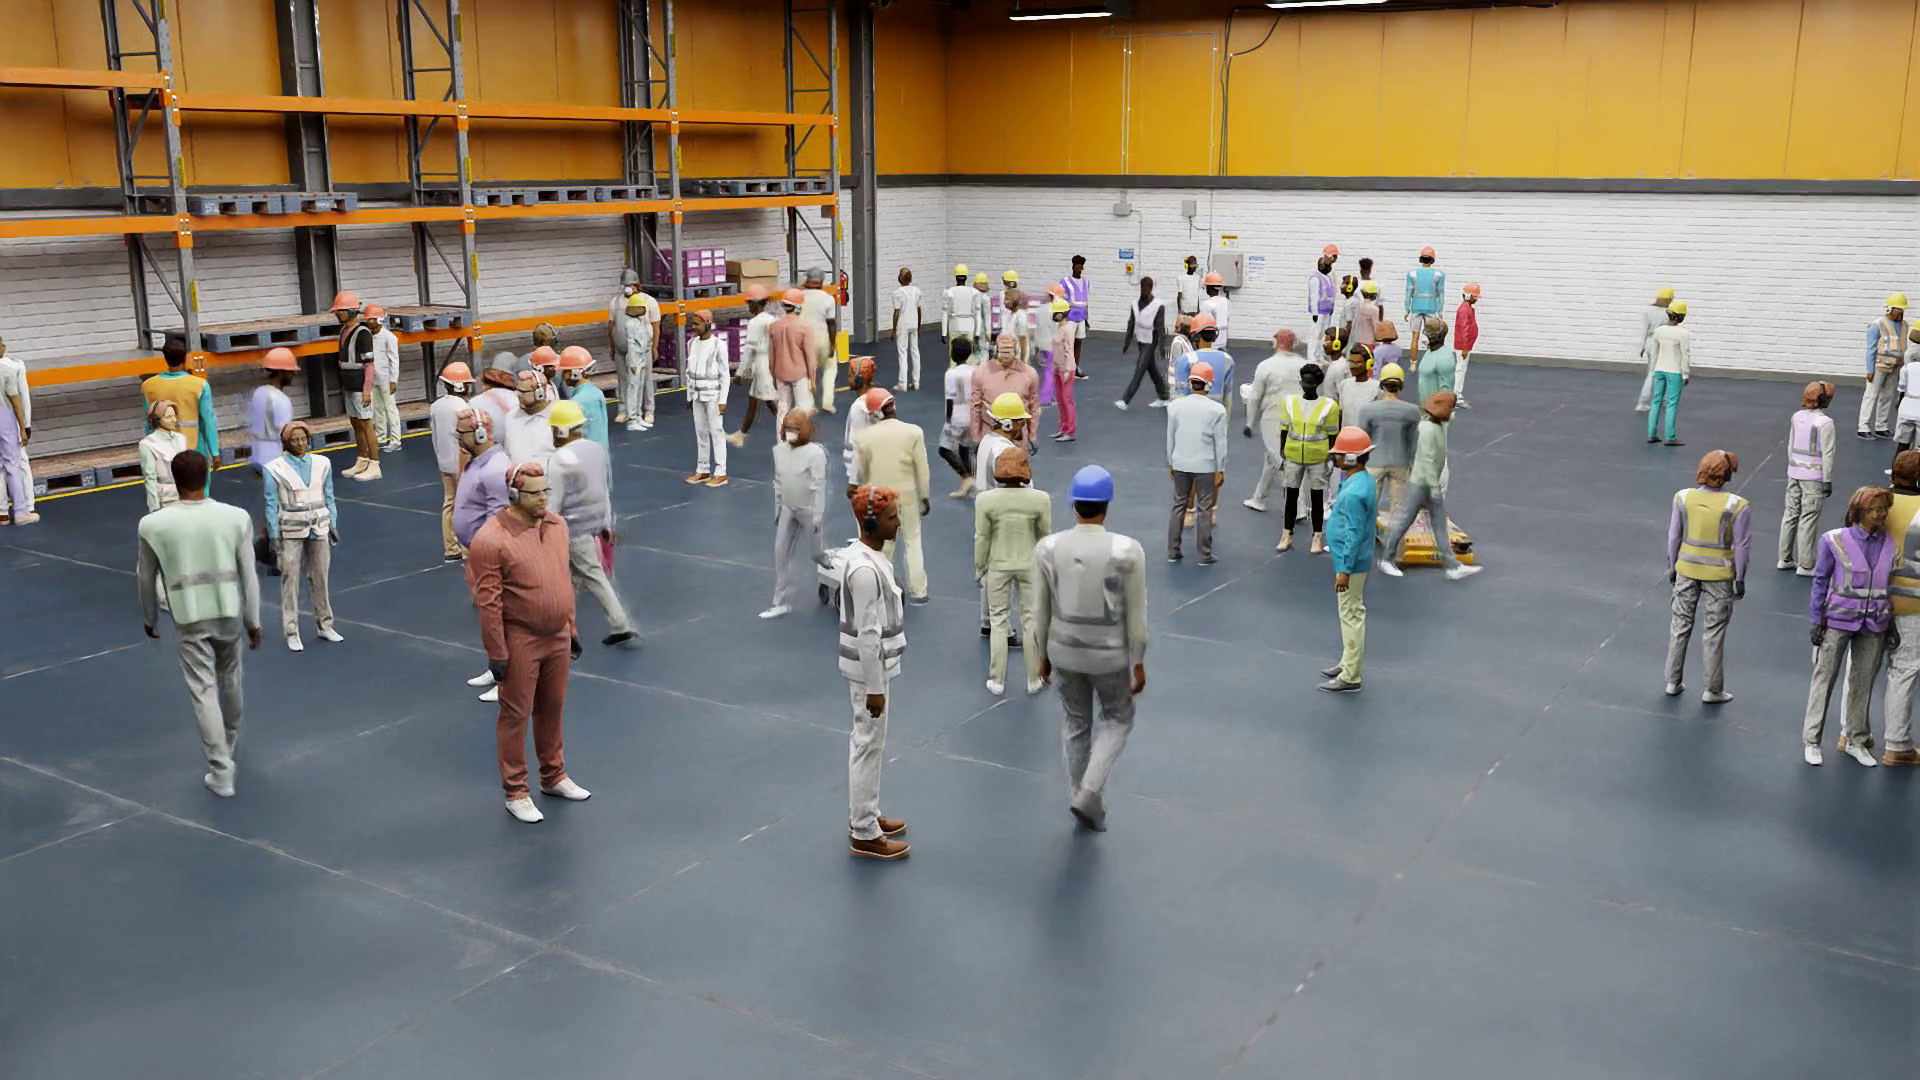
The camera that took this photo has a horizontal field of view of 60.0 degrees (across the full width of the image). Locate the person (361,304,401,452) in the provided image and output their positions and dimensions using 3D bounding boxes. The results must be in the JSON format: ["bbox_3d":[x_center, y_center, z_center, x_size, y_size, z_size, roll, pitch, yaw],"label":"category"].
[{"bbox_3d":[-6.912,-1.929,19.800,0.571,1.751,0.329,8,15,31],"label":"person"}]

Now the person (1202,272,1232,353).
[{"bbox_3d":[3.426,-2.660,22.566,0.542,1.939,0.368,-13,18,-43],"label":"person"}]

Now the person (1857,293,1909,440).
[{"bbox_3d":[11.459,-2.140,20.578,0.591,1.823,0.405,-5,14,-19],"label":"person"}]

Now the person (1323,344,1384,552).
[{"bbox_3d":[3.479,-0.783,14.578,0.314,1.869,0.535,-11,17,-40],"label":"person"}]

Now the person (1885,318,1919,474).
[{"bbox_3d":[10.492,-1.574,18.278,0.492,1.746,0.284,-5,14,-22],"label":"person"}]

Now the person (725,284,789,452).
[{"bbox_3d":[-2.394,-2.017,19.683,1.033,1.986,0.614,2,13,10],"label":"person"}]

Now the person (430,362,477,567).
[{"bbox_3d":[-4.274,-0.653,14.267,0.572,1.749,0.342,11,17,39],"label":"person"}]

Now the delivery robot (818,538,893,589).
[{"bbox_3d":[-0.813,0.232,12.851,0.477,0.478,0.707,-8,15,-31],"label":"delivery robot"}]

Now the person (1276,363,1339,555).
[{"bbox_3d":[3.057,-0.717,14.663,0.533,1.699,0.319,6,14,24],"label":"person"}]

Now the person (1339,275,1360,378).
[{"bbox_3d":[5.329,-2.713,22.939,0.324,1.876,0.526,5,14,22],"label":"person"}]

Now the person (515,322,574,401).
[{"bbox_3d":[-3.880,-1.085,15.734,0.636,1.939,0.355,4,13,15],"label":"person"}]

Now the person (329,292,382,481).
[{"bbox_3d":[-6.557,-1.660,17.999,0.383,2.041,0.616,-12,17,-41],"label":"person"}]

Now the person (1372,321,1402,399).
[{"bbox_3d":[4.847,-1.686,19.007,0.501,1.633,0.284,-11,17,-41],"label":"person"}]

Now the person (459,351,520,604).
[{"bbox_3d":[-3.609,-0.492,12.938,0.549,2.000,0.774,12,17,41],"label":"person"}]

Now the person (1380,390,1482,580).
[{"bbox_3d":[3.905,-0.453,13.768,0.854,1.584,0.526,8,15,31],"label":"person"}]

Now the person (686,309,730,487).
[{"bbox_3d":[-2.700,-1.510,17.707,0.586,1.878,0.342,10,16,37],"label":"person"}]

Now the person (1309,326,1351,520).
[{"bbox_3d":[3.590,-1.127,16.068,0.328,1.872,0.512,2,13,9],"label":"person"}]

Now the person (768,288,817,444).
[{"bbox_3d":[-1.903,-1.875,19.041,0.613,1.994,0.381,6,14,25],"label":"person"}]

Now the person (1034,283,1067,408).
[{"bbox_3d":[1.333,-2.723,23.288,0.575,1.728,0.598,-8,15,-31],"label":"person"}]

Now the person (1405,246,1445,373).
[{"bbox_3d":[7.522,-3.728,26.971,0.611,2.042,0.396,4,14,16],"label":"person"}]

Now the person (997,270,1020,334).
[{"bbox_3d":[0.750,-3.257,25.565,0.346,1.759,0.525,4,14,16],"label":"person"}]

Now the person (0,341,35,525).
[{"bbox_3d":[-9.155,-1.085,15.861,0.356,1.882,0.574,9,16,35],"label":"person"}]

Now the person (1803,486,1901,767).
[{"bbox_3d":[5.130,0.492,9.542,0.516,1.645,0.308,1,13,4],"label":"person"}]

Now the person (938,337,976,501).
[{"bbox_3d":[0.005,-1.216,16.858,0.375,1.680,0.545,10,16,36],"label":"person"}]

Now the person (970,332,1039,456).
[{"bbox_3d":[0.411,-0.947,15.205,0.643,1.910,0.400,-1,13,-5],"label":"person"}]

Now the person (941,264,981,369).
[{"bbox_3d":[0.014,-3.090,24.487,0.589,1.919,0.394,-3,13,-13],"label":"person"}]

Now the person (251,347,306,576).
[{"bbox_3d":[-5.692,-0.655,13.931,0.612,1.913,0.460,12,18,42],"label":"person"}]

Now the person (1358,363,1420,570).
[{"bbox_3d":[3.618,-0.621,14.122,0.530,1.759,0.339,1,13,3],"label":"person"}]

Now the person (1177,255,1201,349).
[{"bbox_3d":[3.804,-3.773,27.546,0.515,1.872,0.328,-10,16,-36],"label":"person"}]

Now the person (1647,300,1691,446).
[{"bbox_3d":[8.640,-2.029,20.219,0.322,1.766,0.534,-7,15,-28],"label":"person"}]

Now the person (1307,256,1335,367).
[{"bbox_3d":[6.038,-3.815,27.813,0.429,1.835,0.629,9,16,34],"label":"person"}]

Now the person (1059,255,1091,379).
[{"bbox_3d":[1.809,-3.489,26.120,0.600,1.958,0.377,-11,17,-39],"label":"person"}]

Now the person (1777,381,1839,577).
[{"bbox_3d":[7.094,-0.510,13.898,0.307,1.641,0.514,-2,13,-9],"label":"person"}]

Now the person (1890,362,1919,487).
[{"bbox_3d":[9.827,-1.250,17.008,0.319,1.686,0.539,-7,15,-27],"label":"person"}]

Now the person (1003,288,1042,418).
[{"bbox_3d":[0.733,-2.308,21.283,0.444,1.835,0.522,-4,14,-16],"label":"person"}]

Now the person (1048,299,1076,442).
[{"bbox_3d":[1.248,-2.094,20.513,0.344,1.756,0.518,-4,14,-19],"label":"person"}]

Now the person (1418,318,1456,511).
[{"bbox_3d":[4.612,-1.197,16.217,0.352,1.938,0.635,0,13,0],"label":"person"}]
